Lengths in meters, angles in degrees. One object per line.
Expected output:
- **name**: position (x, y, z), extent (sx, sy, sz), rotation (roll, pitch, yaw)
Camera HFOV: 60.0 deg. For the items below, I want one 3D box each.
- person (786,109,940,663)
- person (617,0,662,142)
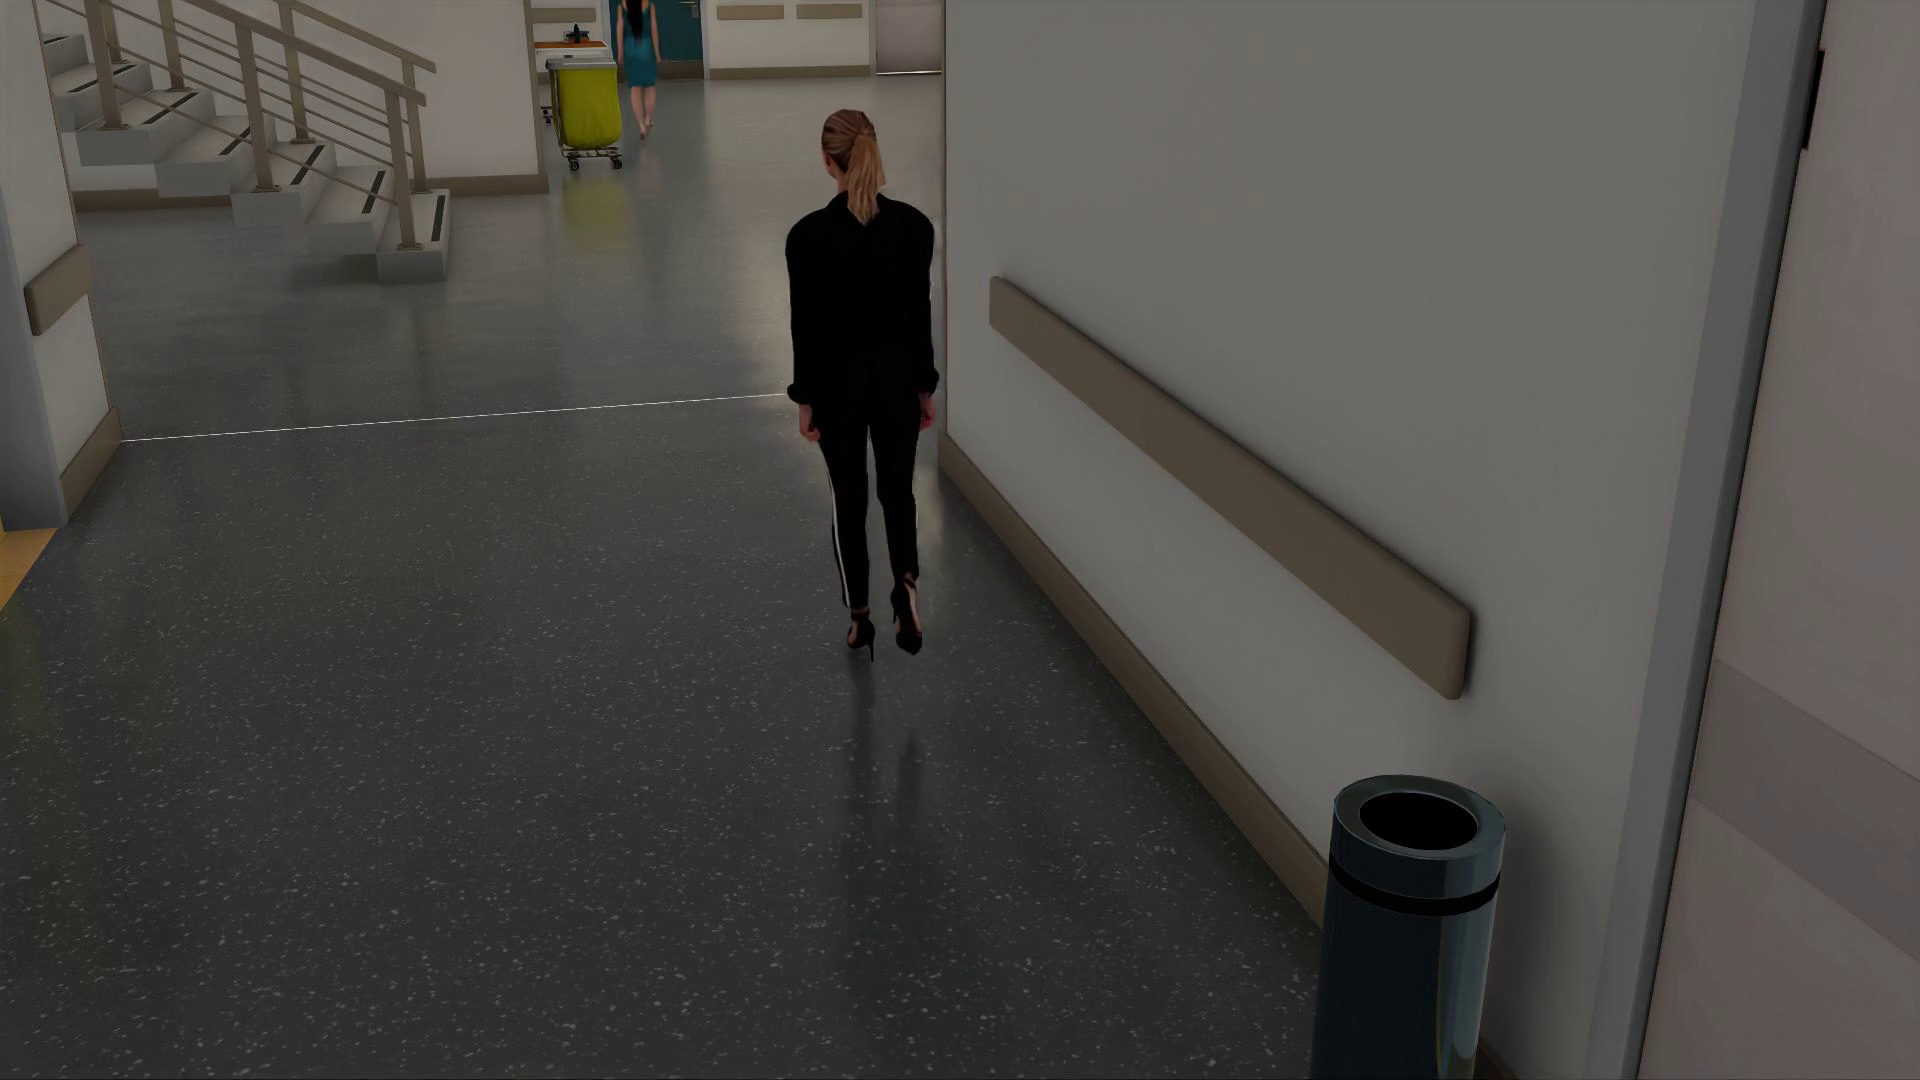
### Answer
- **person**: position (-0.254, -0.384, 4.913), extent (0.703, 1.692, 0.671), rotation (-6, 21, -14)
- **person**: position (-3.222, -4.824, 16.703), extent (0.958, 1.644, 0.661), rotation (-4, 21, -11)
